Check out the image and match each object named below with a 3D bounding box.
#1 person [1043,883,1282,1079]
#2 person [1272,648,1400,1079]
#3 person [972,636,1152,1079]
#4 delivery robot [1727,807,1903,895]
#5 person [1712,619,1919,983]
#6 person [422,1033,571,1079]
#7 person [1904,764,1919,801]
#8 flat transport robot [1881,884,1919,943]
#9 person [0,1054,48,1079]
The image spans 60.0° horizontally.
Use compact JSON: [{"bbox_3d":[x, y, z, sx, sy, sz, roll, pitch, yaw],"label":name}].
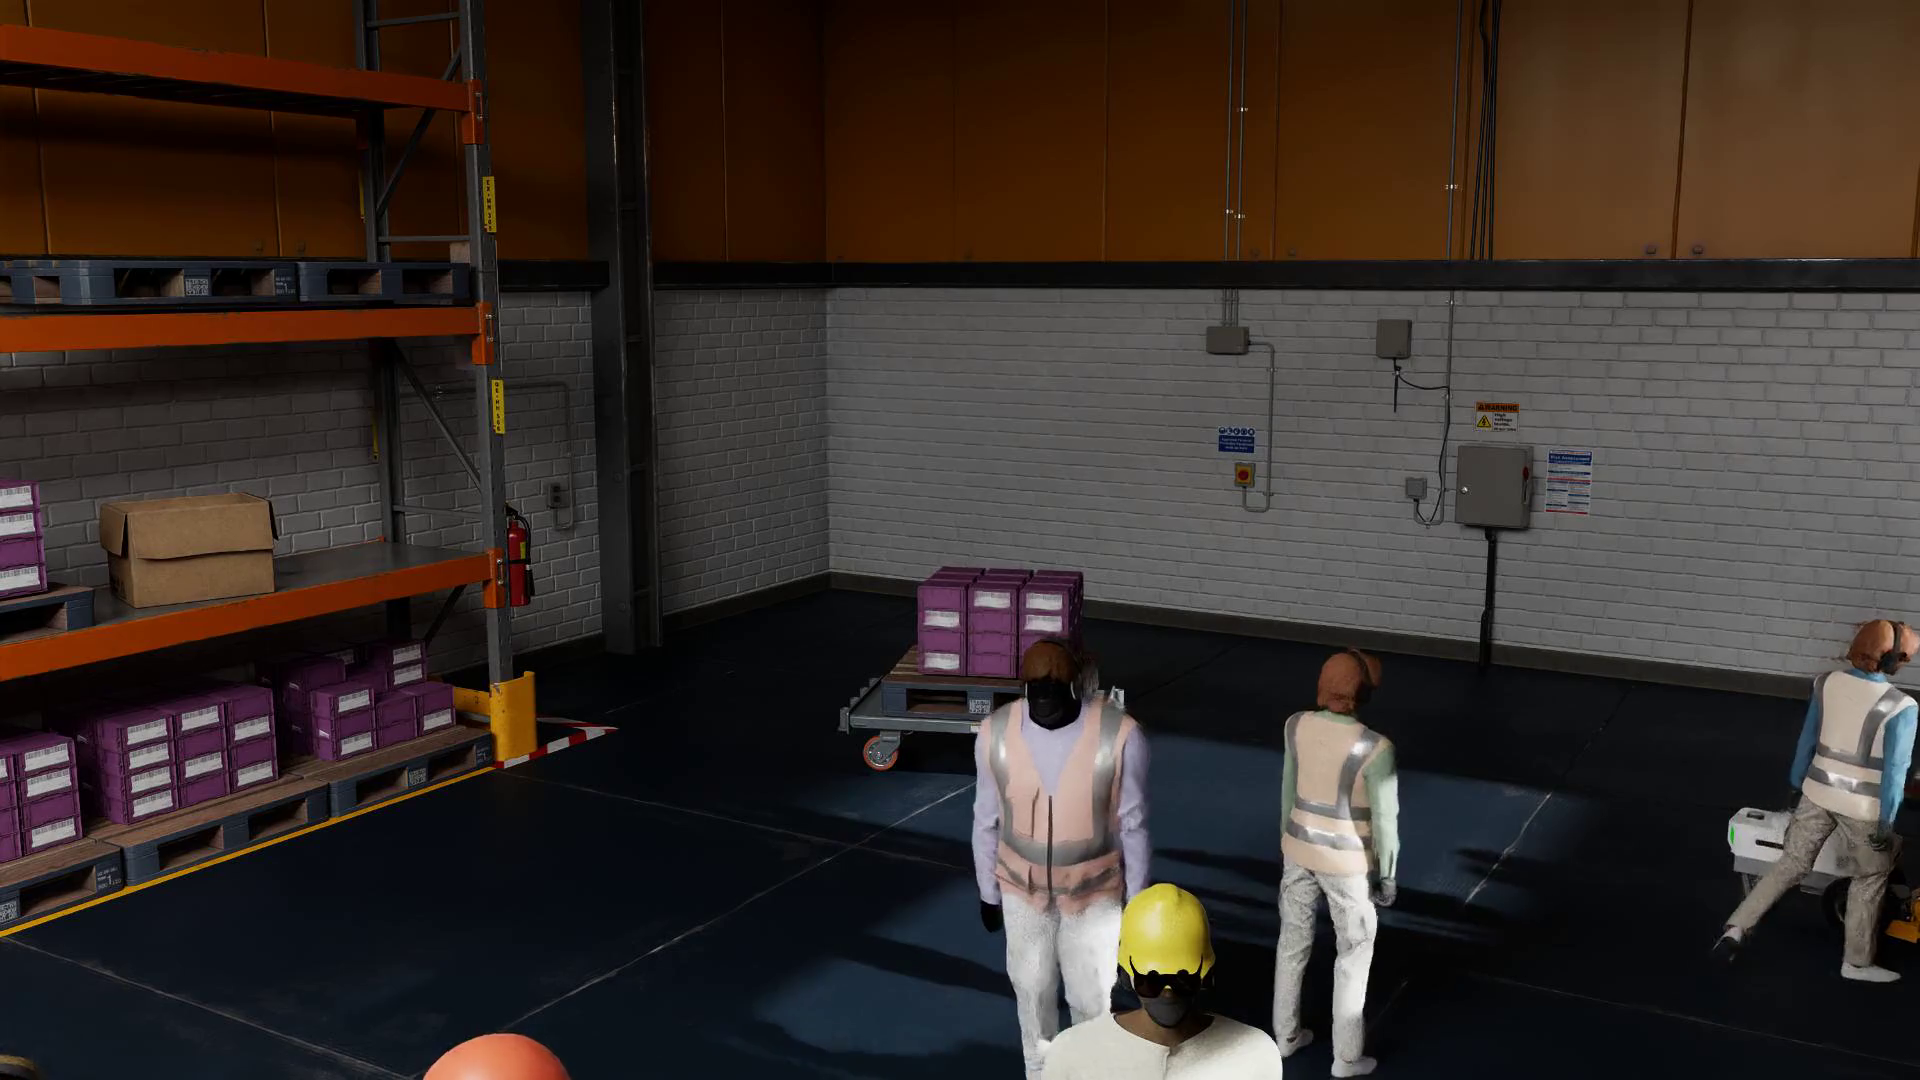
[{"bbox_3d":[0.430,1.585,3.583,0.533,1.768,0.311,-1,9,-3],"label":"person"},{"bbox_3d":[1.416,1.220,6.292,0.342,1.621,0.519,-7,11,-37],"label":"person"},{"bbox_3d":[0.351,1.205,5.790,0.642,1.816,0.438,2,9,14],"label":"person"},{"bbox_3d":[4.031,1.456,7.865,0.707,0.478,0.477,7,11,38],"label":"delivery robot"},{"bbox_3d":[3.652,1.119,7.000,0.730,1.610,0.535,-3,10,-19],"label":"person"},{"bbox_3d":[-0.657,1.658,2.476,0.611,1.983,0.425,-6,11,-34],"label":"person"},{"bbox_3d":[5.924,0.581,9.495,1.020,1.893,0.677,-2,9,-13],"label":"person"},{"bbox_3d":[4.848,1.745,7.236,0.652,0.197,1.431,-7,11,-37],"label":"flat transport robot"},{"bbox_3d":[-1.540,1.686,2.664,0.687,1.866,1.031,2,9,13],"label":"person"}]
